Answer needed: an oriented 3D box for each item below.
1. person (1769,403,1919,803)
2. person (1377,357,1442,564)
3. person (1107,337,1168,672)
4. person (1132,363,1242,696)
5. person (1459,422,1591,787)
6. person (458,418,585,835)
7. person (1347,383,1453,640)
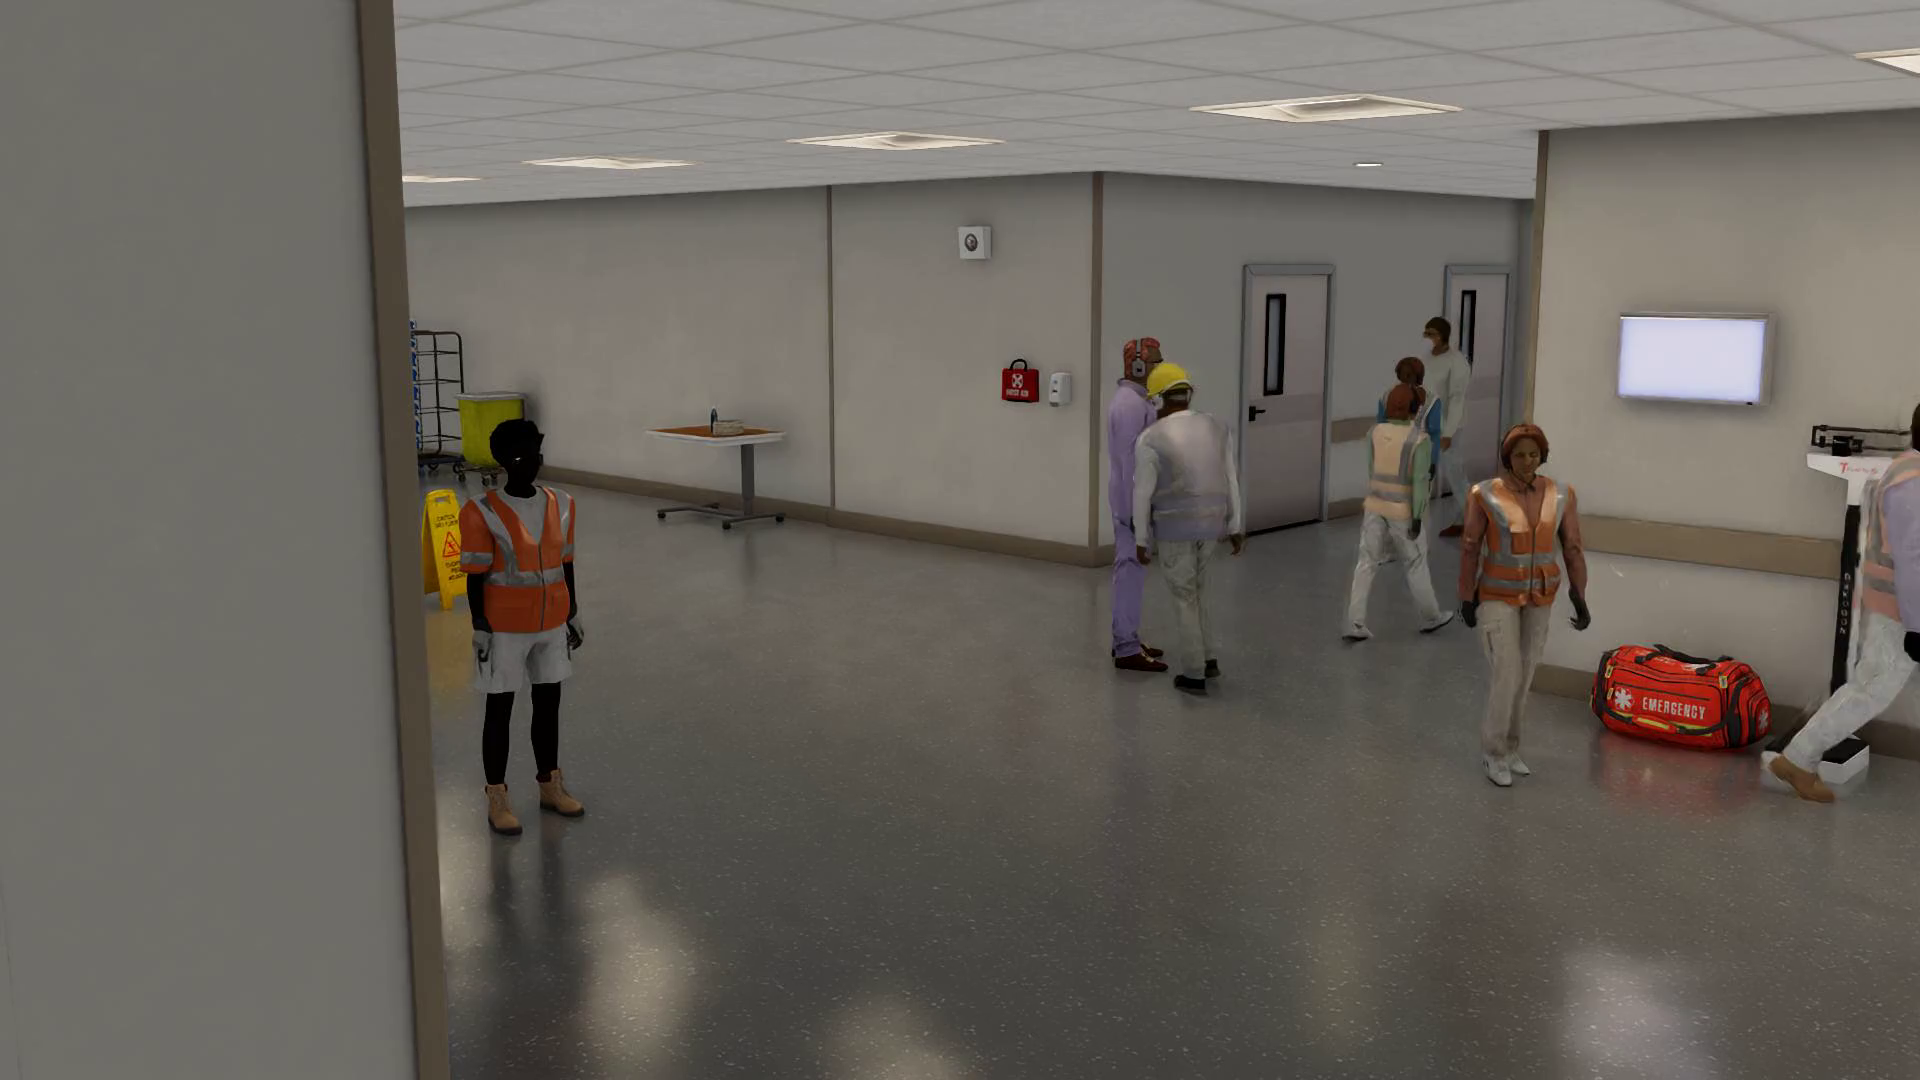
[{"bbox_3d":[3.950,0.280,6.978,0.942,1.805,0.649,7,12,38],"label":"person"},{"bbox_3d":[3.453,-0.596,12.833,0.511,1.632,0.317,7,12,36],"label":"person"},{"bbox_3d":[1.044,-0.211,9.615,0.407,1.910,0.639,1,9,5],"label":"person"},{"bbox_3d":[1.201,-0.057,9.039,0.631,1.788,0.540,-5,11,-28],"label":"person"},{"bbox_3d":[2.517,0.289,7.419,0.525,1.619,0.542,-2,9,-10],"label":"person"},{"bbox_3d":[-1.792,0.345,6.852,0.318,1.697,0.536,9,13,43],"label":"person"},{"bbox_3d":[2.726,-0.175,10.341,0.857,1.591,0.527,-7,12,-37],"label":"person"}]
